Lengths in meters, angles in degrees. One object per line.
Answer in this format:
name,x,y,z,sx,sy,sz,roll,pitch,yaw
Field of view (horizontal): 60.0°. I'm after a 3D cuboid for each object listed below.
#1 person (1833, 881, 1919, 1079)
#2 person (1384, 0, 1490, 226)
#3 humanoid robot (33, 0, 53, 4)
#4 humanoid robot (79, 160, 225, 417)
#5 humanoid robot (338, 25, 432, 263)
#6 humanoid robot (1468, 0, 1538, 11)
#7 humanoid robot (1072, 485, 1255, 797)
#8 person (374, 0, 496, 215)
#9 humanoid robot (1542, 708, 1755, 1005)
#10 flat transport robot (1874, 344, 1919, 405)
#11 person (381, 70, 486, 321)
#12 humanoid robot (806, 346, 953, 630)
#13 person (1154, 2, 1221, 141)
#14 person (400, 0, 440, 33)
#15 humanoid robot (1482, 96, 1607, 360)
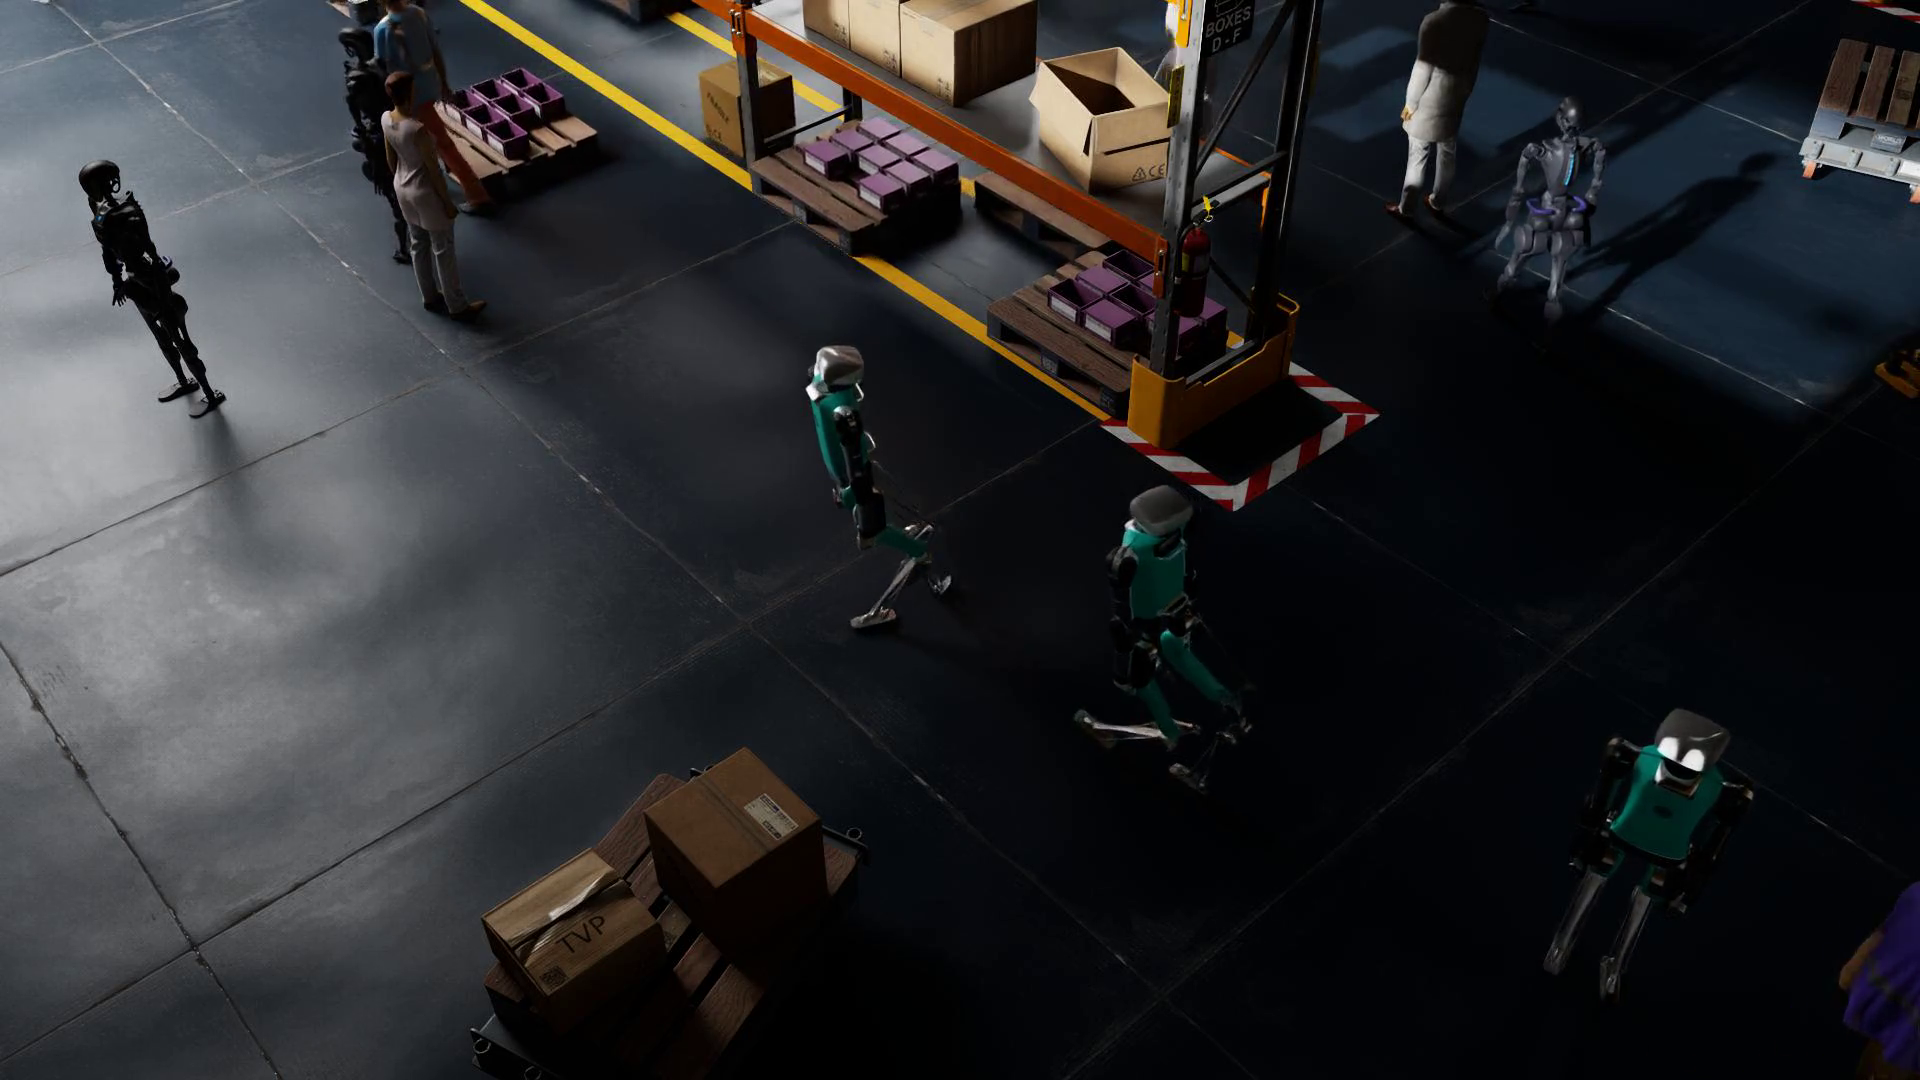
person,3.540,1.734,6.004,0.789,1.892,0.601,-14,45,-15
person,3.213,-2.981,11.184,0.501,1.834,0.369,-12,44,-12
humanoid robot,-7.830,-5.334,13.770,0.742,1.728,0.530,27,49,26
humanoid robot,-4.699,-1.453,9.624,0.599,1.657,0.315,27,49,26
humanoid robot,-3.730,-2.562,10.833,0.345,1.650,0.599,6,43,6
humanoid robot,4.569,-5.172,13.717,0.727,1.634,0.590,25,48,25
humanoid robot,0.967,0.548,7.419,0.561,1.738,1.026,-34,52,-31
person,-3.689,-3.057,11.350,0.967,1.722,0.483,12,44,13
humanoid robot,2.753,1.185,6.670,0.530,1.725,0.701,22,47,22
flat transport robot,6.290,-0.765,9.927,0.659,0.231,1.431,-19,46,-20
person,-3.346,-2.144,10.397,0.461,1.659,0.269,24,48,24
humanoid robot,-0.303,-0.226,8.316,0.846,1.864,0.546,-15,45,-15
person,1.571,-3.449,11.649,0.631,1.885,0.677,25,48,25
person,-4.474,-4.792,13.211,0.336,1.748,0.564,6,43,7
humanoid robot,3.627,-1.953,10.208,0.586,1.624,0.783,-3,43,-3
